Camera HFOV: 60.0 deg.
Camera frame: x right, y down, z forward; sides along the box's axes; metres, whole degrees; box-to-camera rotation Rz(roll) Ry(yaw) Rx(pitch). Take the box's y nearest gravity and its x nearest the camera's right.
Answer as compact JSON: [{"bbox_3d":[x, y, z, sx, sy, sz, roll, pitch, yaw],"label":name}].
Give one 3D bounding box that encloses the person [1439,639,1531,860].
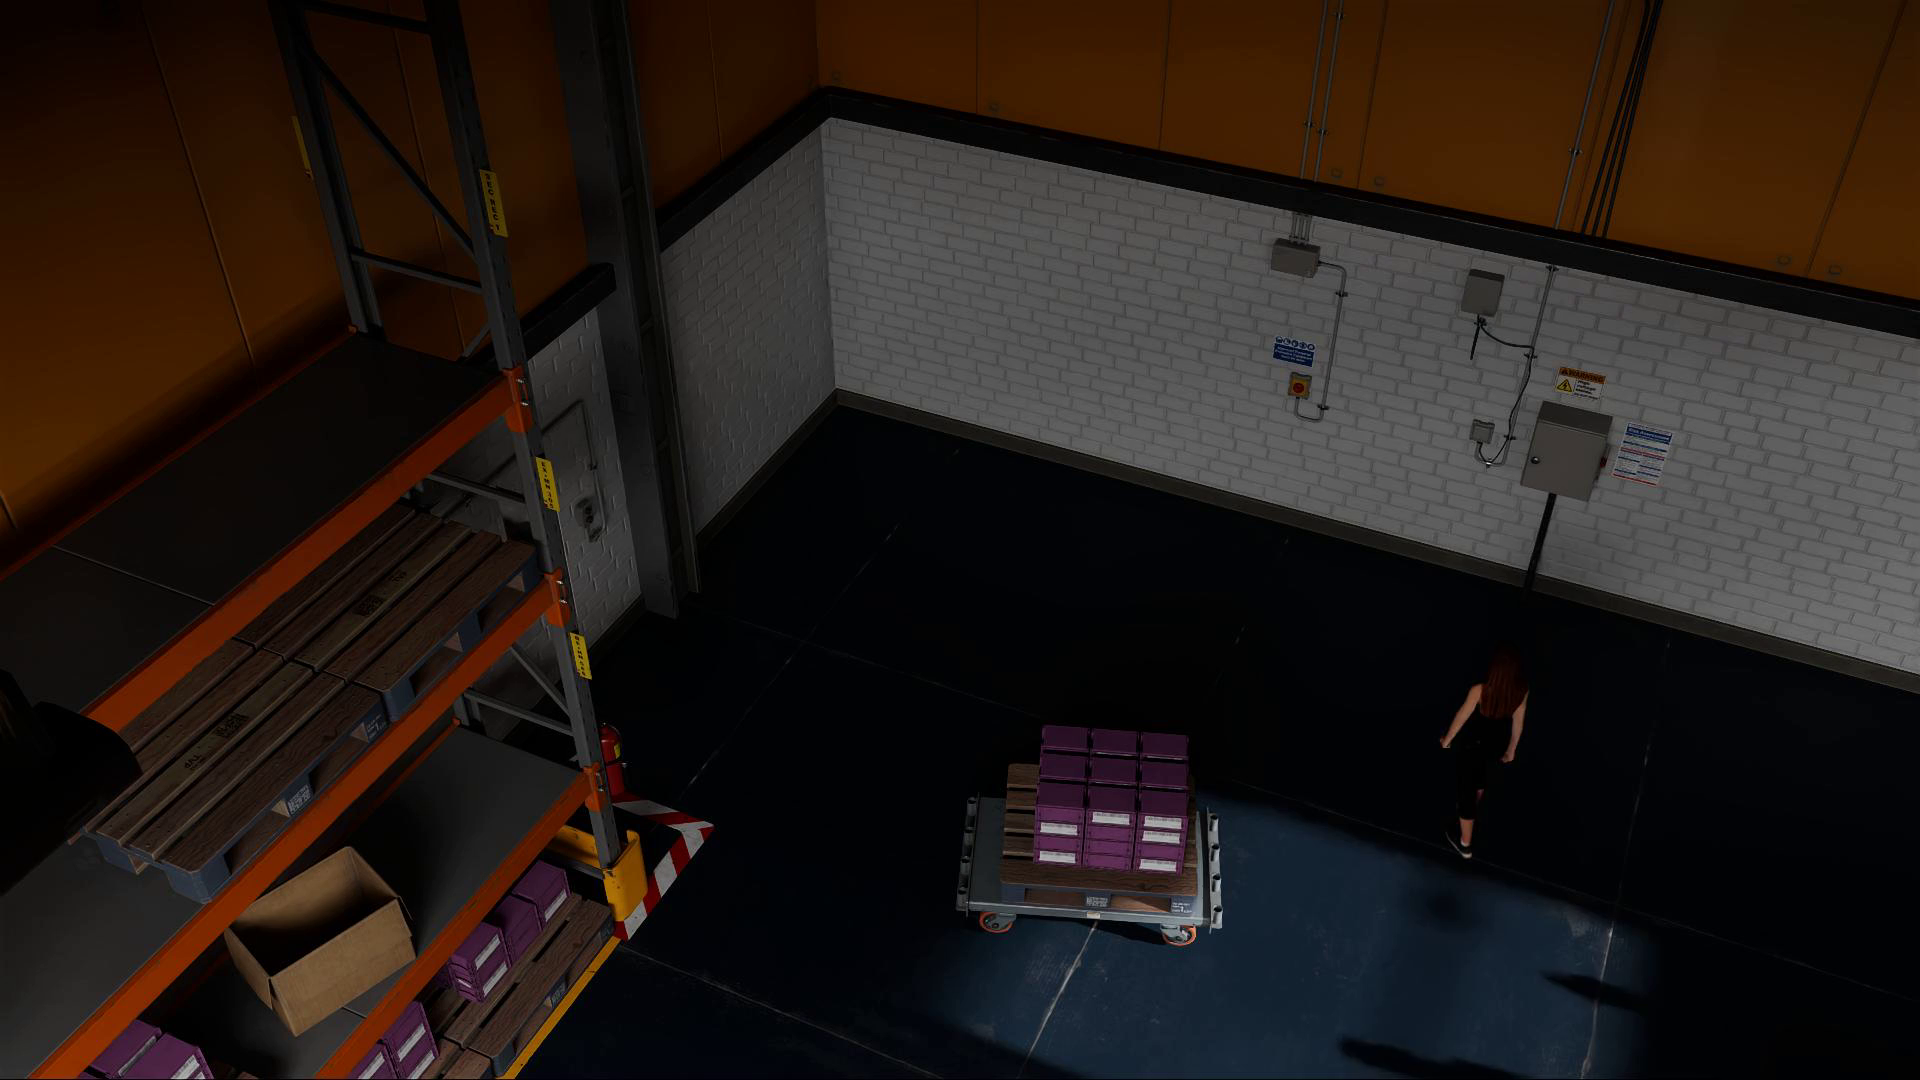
[{"bbox_3d":[3.362,1.379,10.594,0.759,1.712,0.825,-10,40,-12],"label":"person"}]
